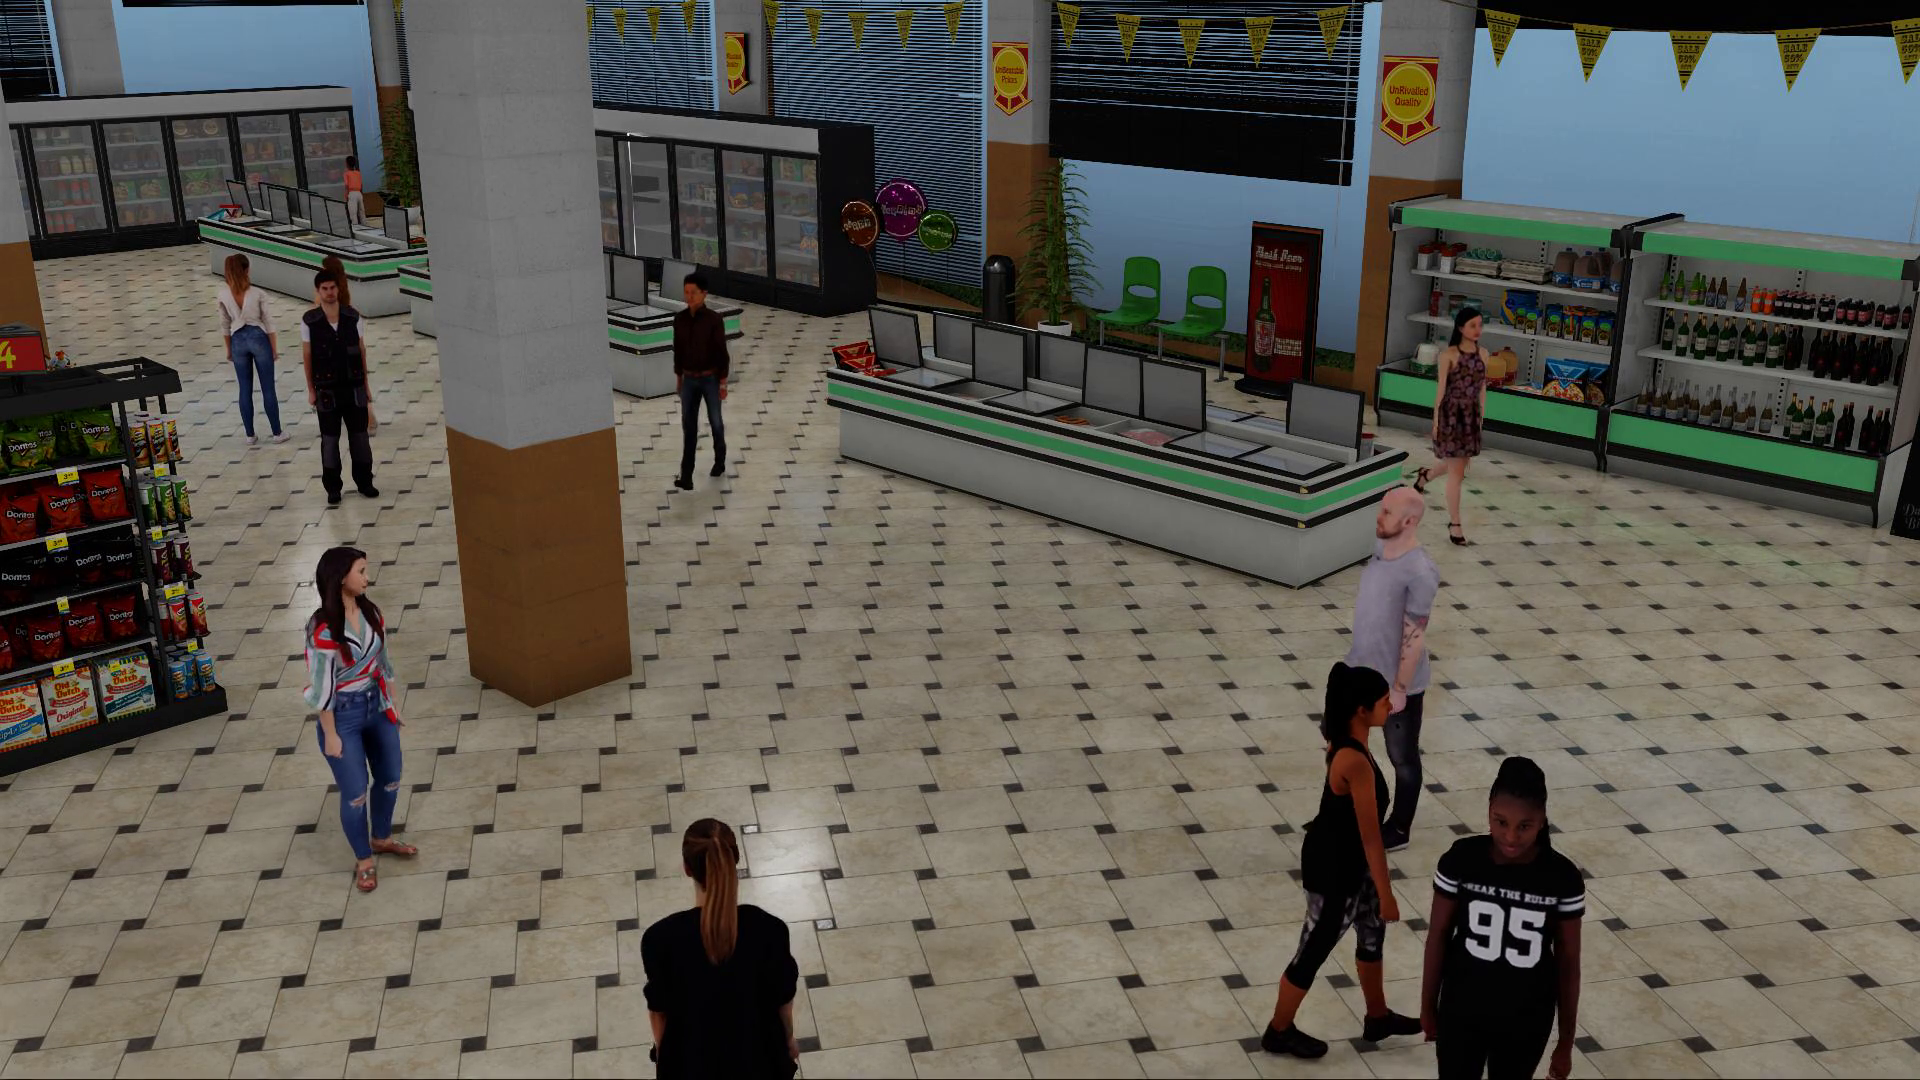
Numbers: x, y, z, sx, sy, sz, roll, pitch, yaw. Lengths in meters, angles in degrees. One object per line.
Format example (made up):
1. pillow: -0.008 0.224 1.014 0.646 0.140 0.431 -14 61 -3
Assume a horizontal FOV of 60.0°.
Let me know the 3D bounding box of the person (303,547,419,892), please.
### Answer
1. person: -2.783 0.817 7.609 0.673 1.603 0.597 -17 25 -41

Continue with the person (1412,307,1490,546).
1. person: 3.640 -0.859 12.342 0.894 1.755 1.103 -6 20 -18

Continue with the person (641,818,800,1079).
1. person: -0.714 1.662 5.003 0.802 1.667 0.862 0 19 1

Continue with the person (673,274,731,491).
1. person: -2.080 -1.299 13.687 1.156 1.730 1.094 4 19 13

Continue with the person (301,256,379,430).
1. person: -5.634 -1.758 15.295 1.173 1.572 0.860 7 20 20

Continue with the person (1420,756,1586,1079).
1. person: 1.737 1.489 5.426 0.725 1.725 0.807 3 19 10

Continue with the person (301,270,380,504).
1. person: -4.977 -1.238 13.322 0.694 1.849 0.636 -12 22 -31

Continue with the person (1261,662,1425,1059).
1. person: 1.348 1.241 6.285 0.983 1.646 0.878 3 19 9

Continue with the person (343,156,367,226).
1. person: -9.852 -5.588 27.064 0.498 1.311 0.516 14 23 35

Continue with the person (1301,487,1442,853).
1. person: 2.097 0.620 7.844 0.907 1.826 0.832 -5 19 -14

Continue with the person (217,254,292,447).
1. person: -6.358 -1.707 14.914 0.686 1.719 0.726 -2 19 -4
